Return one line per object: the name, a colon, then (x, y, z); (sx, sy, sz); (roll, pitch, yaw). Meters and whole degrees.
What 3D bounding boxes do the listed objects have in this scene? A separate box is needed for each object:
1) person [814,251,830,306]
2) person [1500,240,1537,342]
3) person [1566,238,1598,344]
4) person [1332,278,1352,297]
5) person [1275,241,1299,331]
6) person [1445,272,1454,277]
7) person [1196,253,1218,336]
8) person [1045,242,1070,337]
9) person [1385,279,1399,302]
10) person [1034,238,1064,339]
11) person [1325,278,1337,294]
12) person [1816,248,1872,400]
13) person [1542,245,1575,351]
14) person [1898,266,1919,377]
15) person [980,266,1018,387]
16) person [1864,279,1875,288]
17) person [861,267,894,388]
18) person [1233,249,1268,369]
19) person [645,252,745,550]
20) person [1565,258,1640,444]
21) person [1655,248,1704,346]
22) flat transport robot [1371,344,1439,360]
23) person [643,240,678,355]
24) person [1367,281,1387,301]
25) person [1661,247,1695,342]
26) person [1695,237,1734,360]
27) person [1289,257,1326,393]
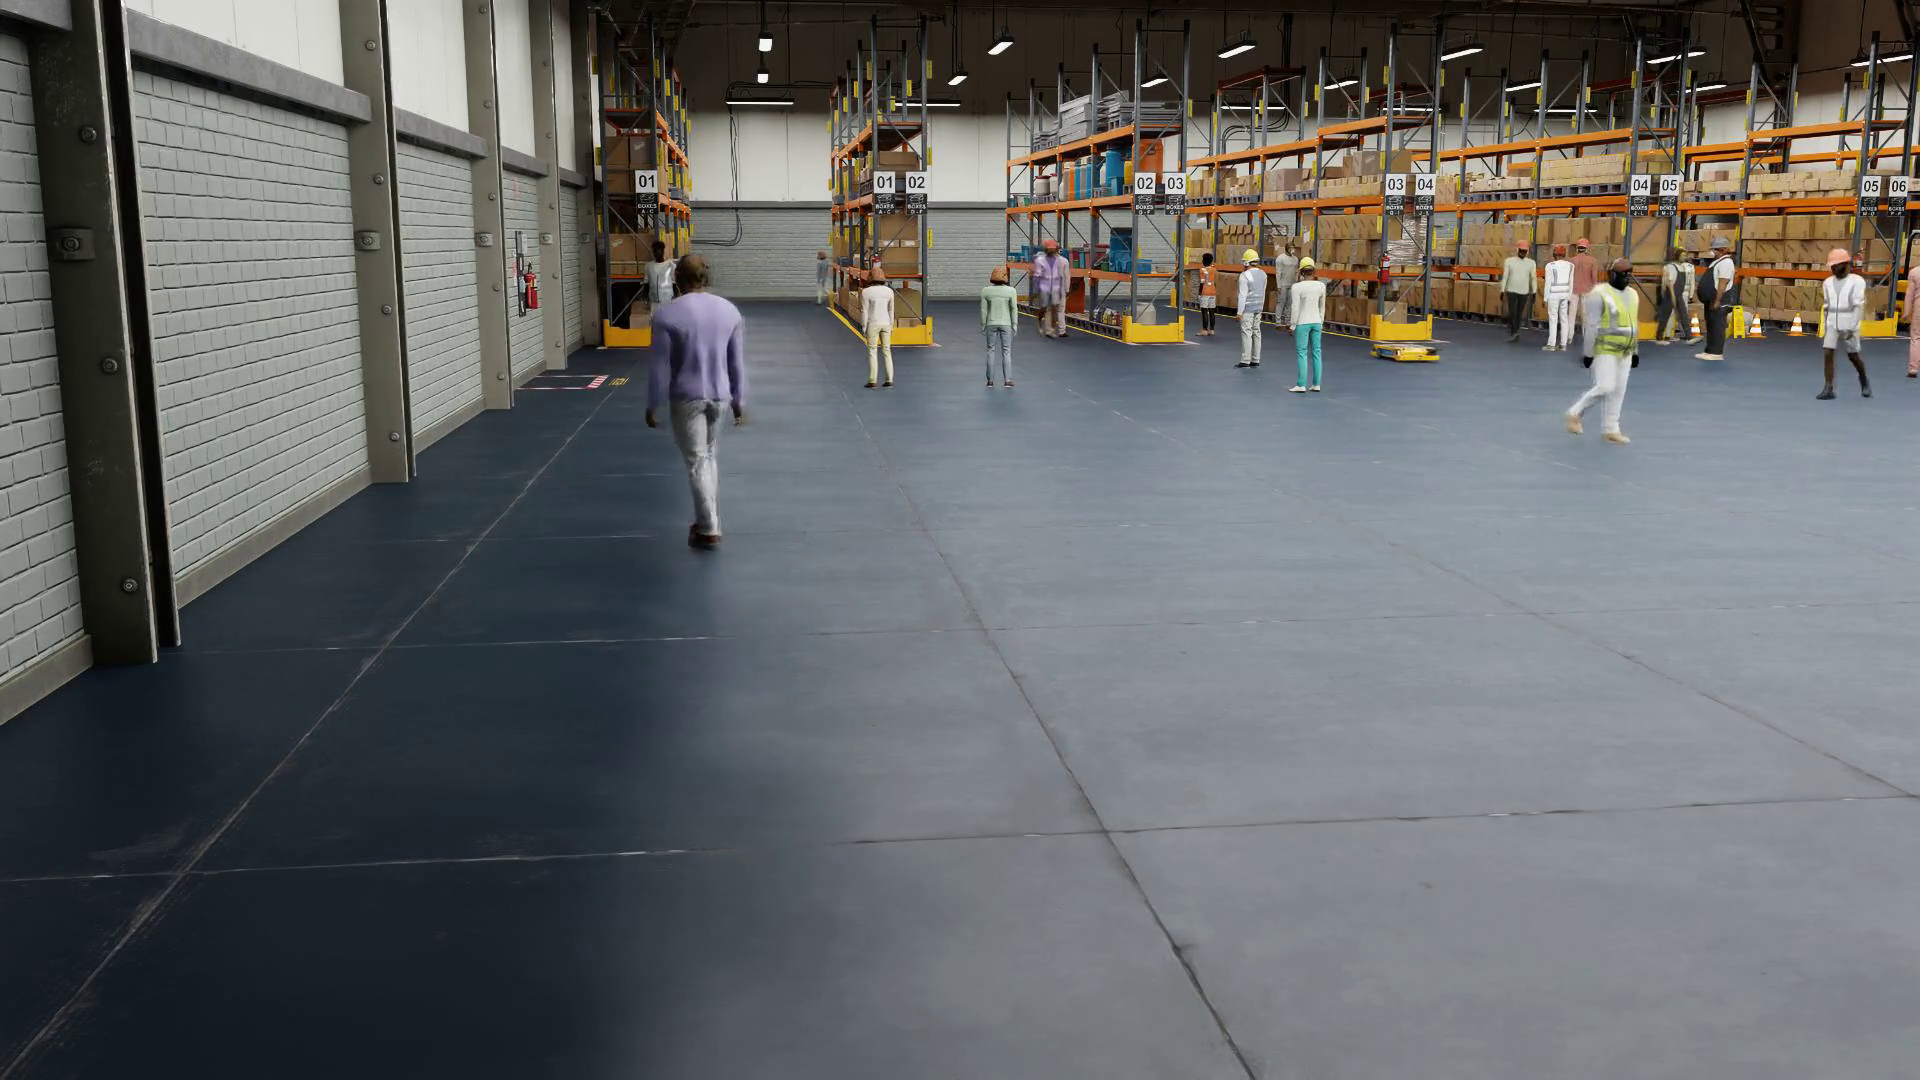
person: (-4.006, -7.677, 48.830); (0.572, 1.615, 0.514); (8, 13, 37)
person: (10.785, -4.775, 32.022); (0.638, 1.939, 1.029); (1, 10, 5)
person: (11.816, -4.740, 31.700); (0.610, 1.996, 0.386); (5, 11, 24)
person: (9.882, -6.582, 42.903); (0.525, 1.593, 0.863); (0, 10, 2)
person: (7.079, -5.493, 36.023); (0.625, 1.934, 0.364); (-7, 12, -33)
person: (14.683, -7.904, 50.102); (0.851, 1.593, 0.543); (0, 10, -2)
person: (5.049, -5.012, 34.013); (0.535, 1.697, 0.318); (-10, 14, -44)
person: (1.941, -5.067, 33.739); (0.636, 1.911, 0.404); (4, 11, 21)
person: (11.089, -6.752, 43.011); (0.548, 1.906, 0.922); (-3, 11, -14)
person: (1.763, -5.045, 33.337); (0.611, 2.016, 0.907); (-2, 11, -11)
person: (11.409, -8.152, 50.747); (0.971, 1.886, 0.548); (0, 10, -1)
person: (11.108, -2.699, 20.824); (0.833, 1.895, 0.557); (-7, 12, -33)
person: (10.662, -4.315, 29.683); (0.576, 1.882, 0.362); (-3, 11, -15)
person: (13.939, -3.267, 23.958); (0.732, 1.899, 0.421); (5, 11, 26)
person: (0.530, -2.882, 22.507); (0.507, 1.633, 0.276); (2, 10, 8)
person: (20.148, -5.639, 36.998); (0.512, 1.864, 0.330); (-3, 11, -14)
person: (-1.105, -2.855, 22.390); (0.501, 1.622, 0.294); (-7, 12, -32)
person: (4.452, -3.544, 25.590); (0.590, 1.833, 0.404); (-10, 14, -43)
person: (-1.777, -0.916, 10.933); (0.653, 1.913, 0.754); (-8, 13, -37)
person: (6.395, -1.863, 16.427); (0.628, 1.826, 0.553); (-6, 12, -30)
person: (13.352, -4.485, 30.826); (0.541, 1.796, 0.947); (-7, 13, -36)
flat transport robot: (7.360, -3.120, 27.550); (0.652, 0.197, 1.431); (-1, 10, -5)
person: (-5.129, -4.142, 28.502); (0.613, 1.963, 0.362); (1, 10, 8)
person: (10.752, -6.694, 42.789); (0.632, 1.869, 0.982); (-4, 11, -22)
person: (13.931, -4.768, 32.300); (0.596, 1.831, 0.403); (4, 11, 22)
person: (12.467, -3.998, 27.511); (0.535, 2.000, 0.690); (2, 10, 8)
person: (4.524, -2.803, 21.723); (0.525, 1.765, 0.329); (-4, 11, -23)
